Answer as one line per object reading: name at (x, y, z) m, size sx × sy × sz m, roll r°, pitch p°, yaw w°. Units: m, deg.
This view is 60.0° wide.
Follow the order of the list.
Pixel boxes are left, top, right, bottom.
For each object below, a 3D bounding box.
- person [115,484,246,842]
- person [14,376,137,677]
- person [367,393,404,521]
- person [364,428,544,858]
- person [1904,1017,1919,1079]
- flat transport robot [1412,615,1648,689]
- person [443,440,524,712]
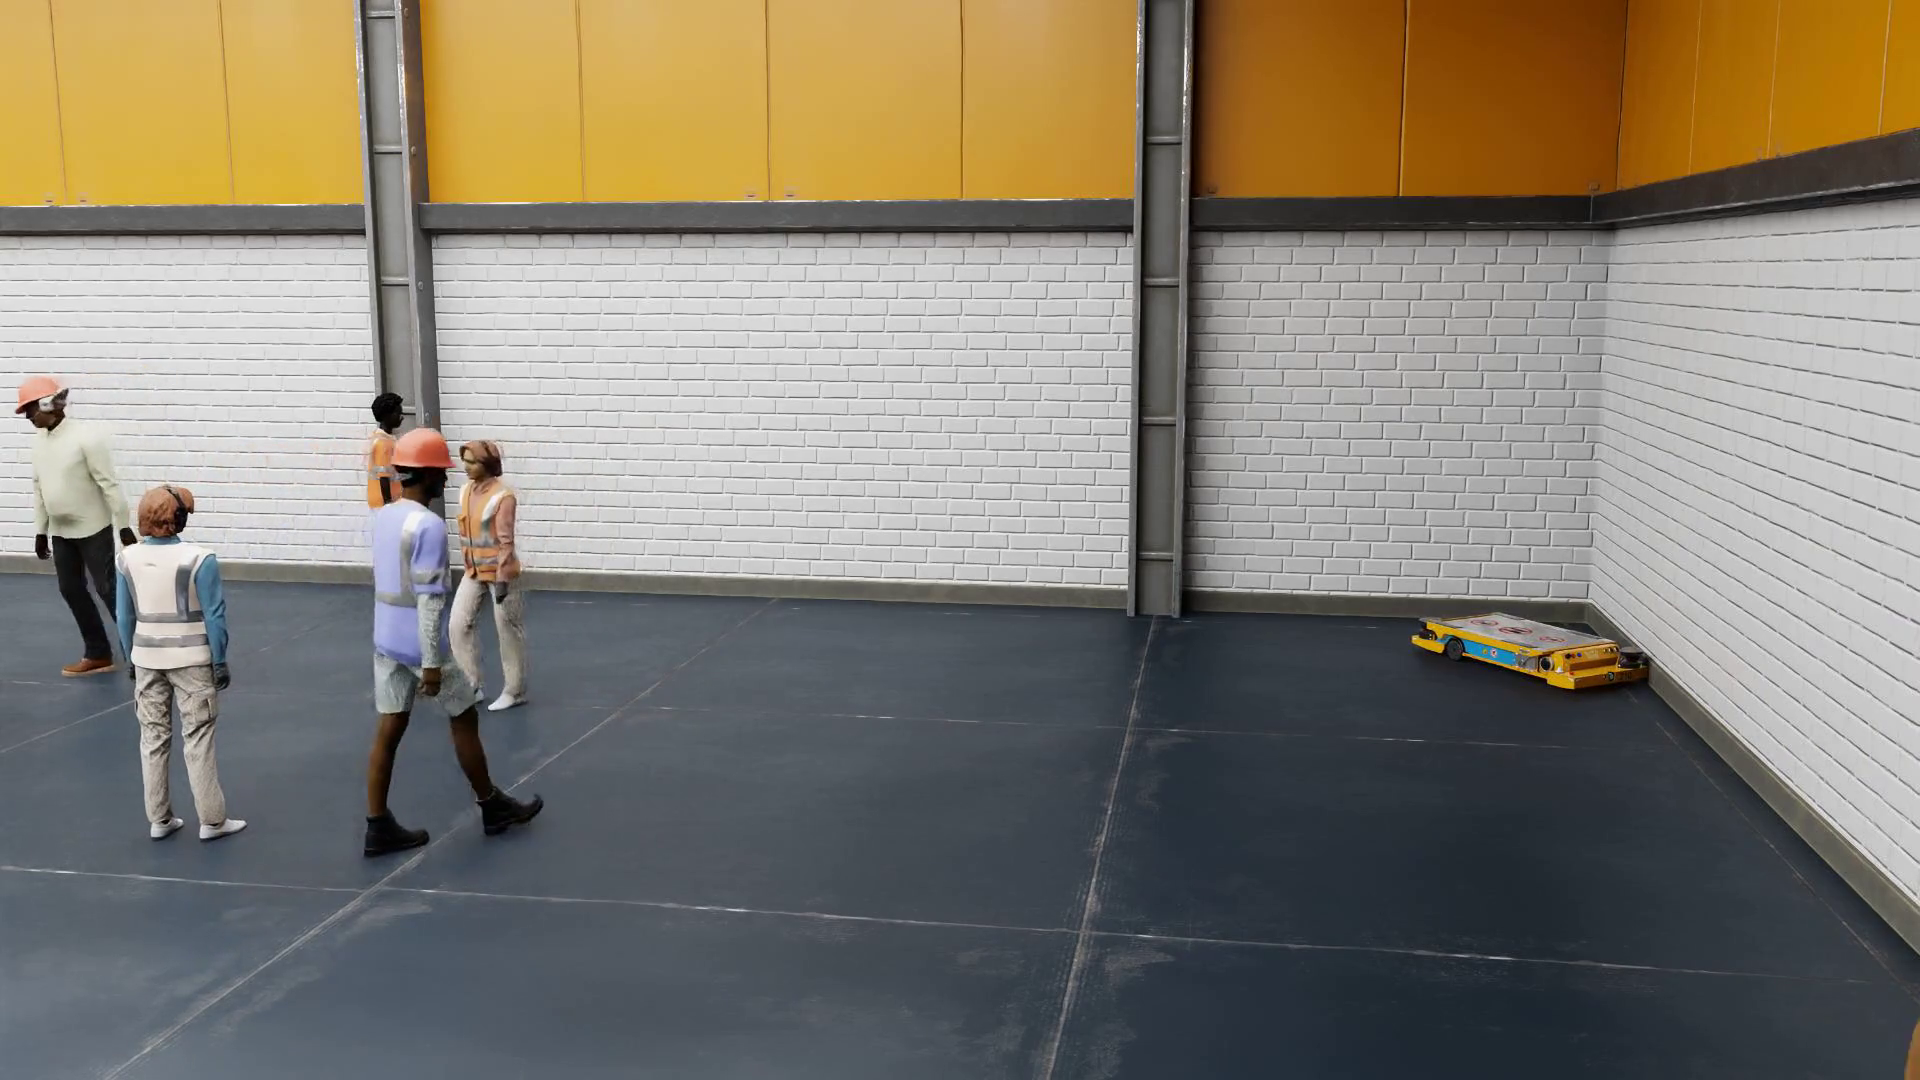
person at (-3.575, 0.567, 7.577) m, size 0.515 × 1.641 × 0.314 m, roll 2°, pitch 9°, yaw 9°
person at (-5.574, -0.070, 10.584) m, size 0.734 × 1.943 × 0.502 m, roll 4°, pitch 10°, yaw 21°
person at (-4.323, -0.271, 12.598) m, size 0.318 × 1.691 × 0.529 m, roll -3°, pitch 10°, yaw -17°
person at (-2.347, 0.444, 7.540) m, size 0.566 × 1.895 × 0.912 m, roll 8°, pitch 12°, yaw 42°
person at (2.940, 0.883, 4.484) m, size 0.599 × 2.014 × 0.769 m, roll -8°, pitch 12°, yaw -39°
flat transport robot at (3.722, 0.704, 10.948) m, size 0.652 × 0.197 × 1.431 m, roll -5°, pitch 10°, yaw -27°
person at (-2.816, 0.227, 9.710) m, size 0.547 × 1.615 × 0.590 m, roll 7°, pitch 12°, yaw 37°
